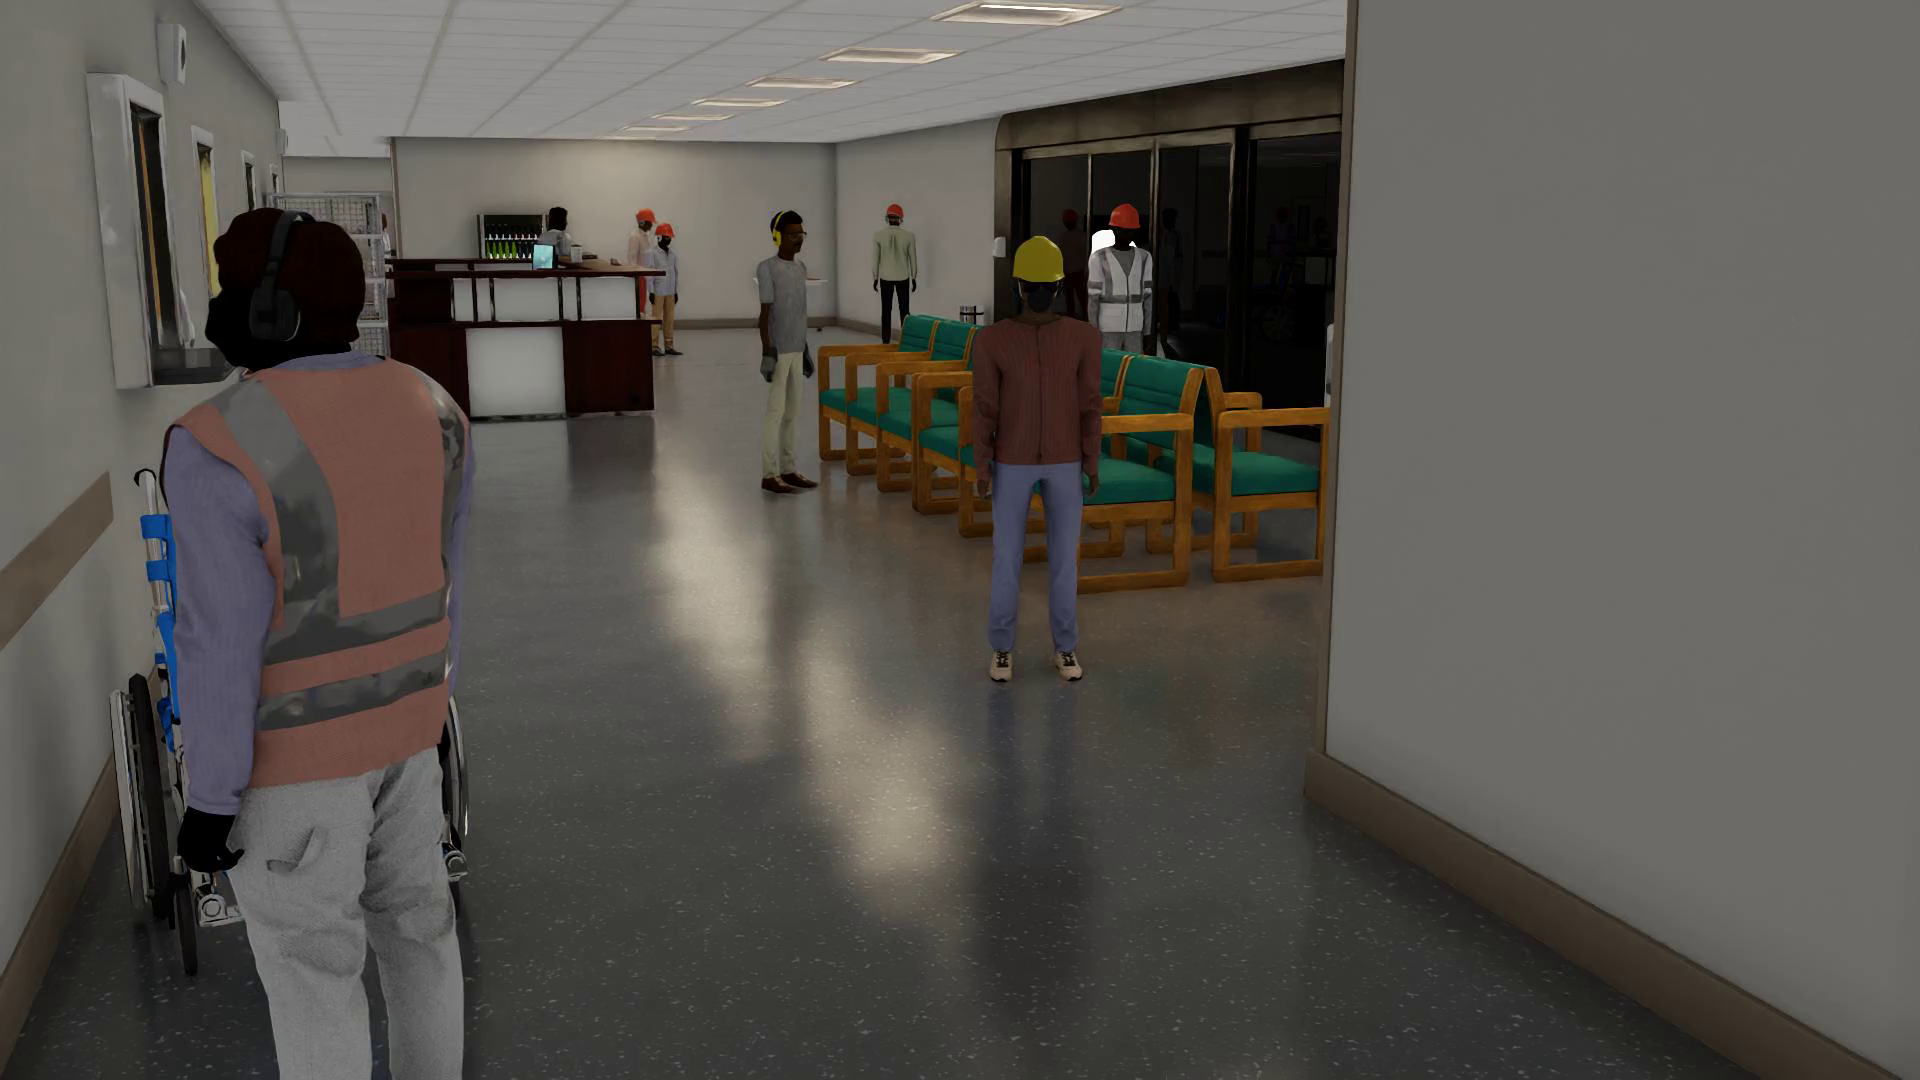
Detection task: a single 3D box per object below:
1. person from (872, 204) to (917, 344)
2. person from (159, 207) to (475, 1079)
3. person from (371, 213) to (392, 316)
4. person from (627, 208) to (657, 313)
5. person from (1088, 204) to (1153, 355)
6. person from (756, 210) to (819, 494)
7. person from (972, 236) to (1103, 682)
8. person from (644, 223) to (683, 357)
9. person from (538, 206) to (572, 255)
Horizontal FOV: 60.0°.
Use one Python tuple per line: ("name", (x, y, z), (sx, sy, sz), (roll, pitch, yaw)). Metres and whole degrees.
("person", (-0.898, -3.618, 22.930), (0.621, 1.990, 0.391), (0, 11, 1))
("person", (-1.123, 0.355, 2.933), (0.429, 1.847, 0.625), (4, 12, 22))
("person", (-10.512, -4.991, 30.262), (0.361, 1.883, 0.574), (1, 11, 7))
("person", (-4.749, -3.955, 24.772), (0.517, 1.960, 0.722), (1, 11, 4))
("person", (1.293, -1.706, 13.303), (0.546, 1.929, 0.392), (-3, 12, -17))
("person", (-1.154, -1.249, 11.101), (0.310, 1.868, 0.534), (6, 12, 28))
("person", (0.305, -0.303, 6.532), (0.518, 1.756, 0.344), (-2, 11, -8))
("person", (-3.883, -3.283, 21.852), (0.352, 1.743, 0.564), (7, 13, 33))
("person", (-5.591, -3.654, 23.187), (0.613, 1.962, 0.362), (7, 13, 32))
